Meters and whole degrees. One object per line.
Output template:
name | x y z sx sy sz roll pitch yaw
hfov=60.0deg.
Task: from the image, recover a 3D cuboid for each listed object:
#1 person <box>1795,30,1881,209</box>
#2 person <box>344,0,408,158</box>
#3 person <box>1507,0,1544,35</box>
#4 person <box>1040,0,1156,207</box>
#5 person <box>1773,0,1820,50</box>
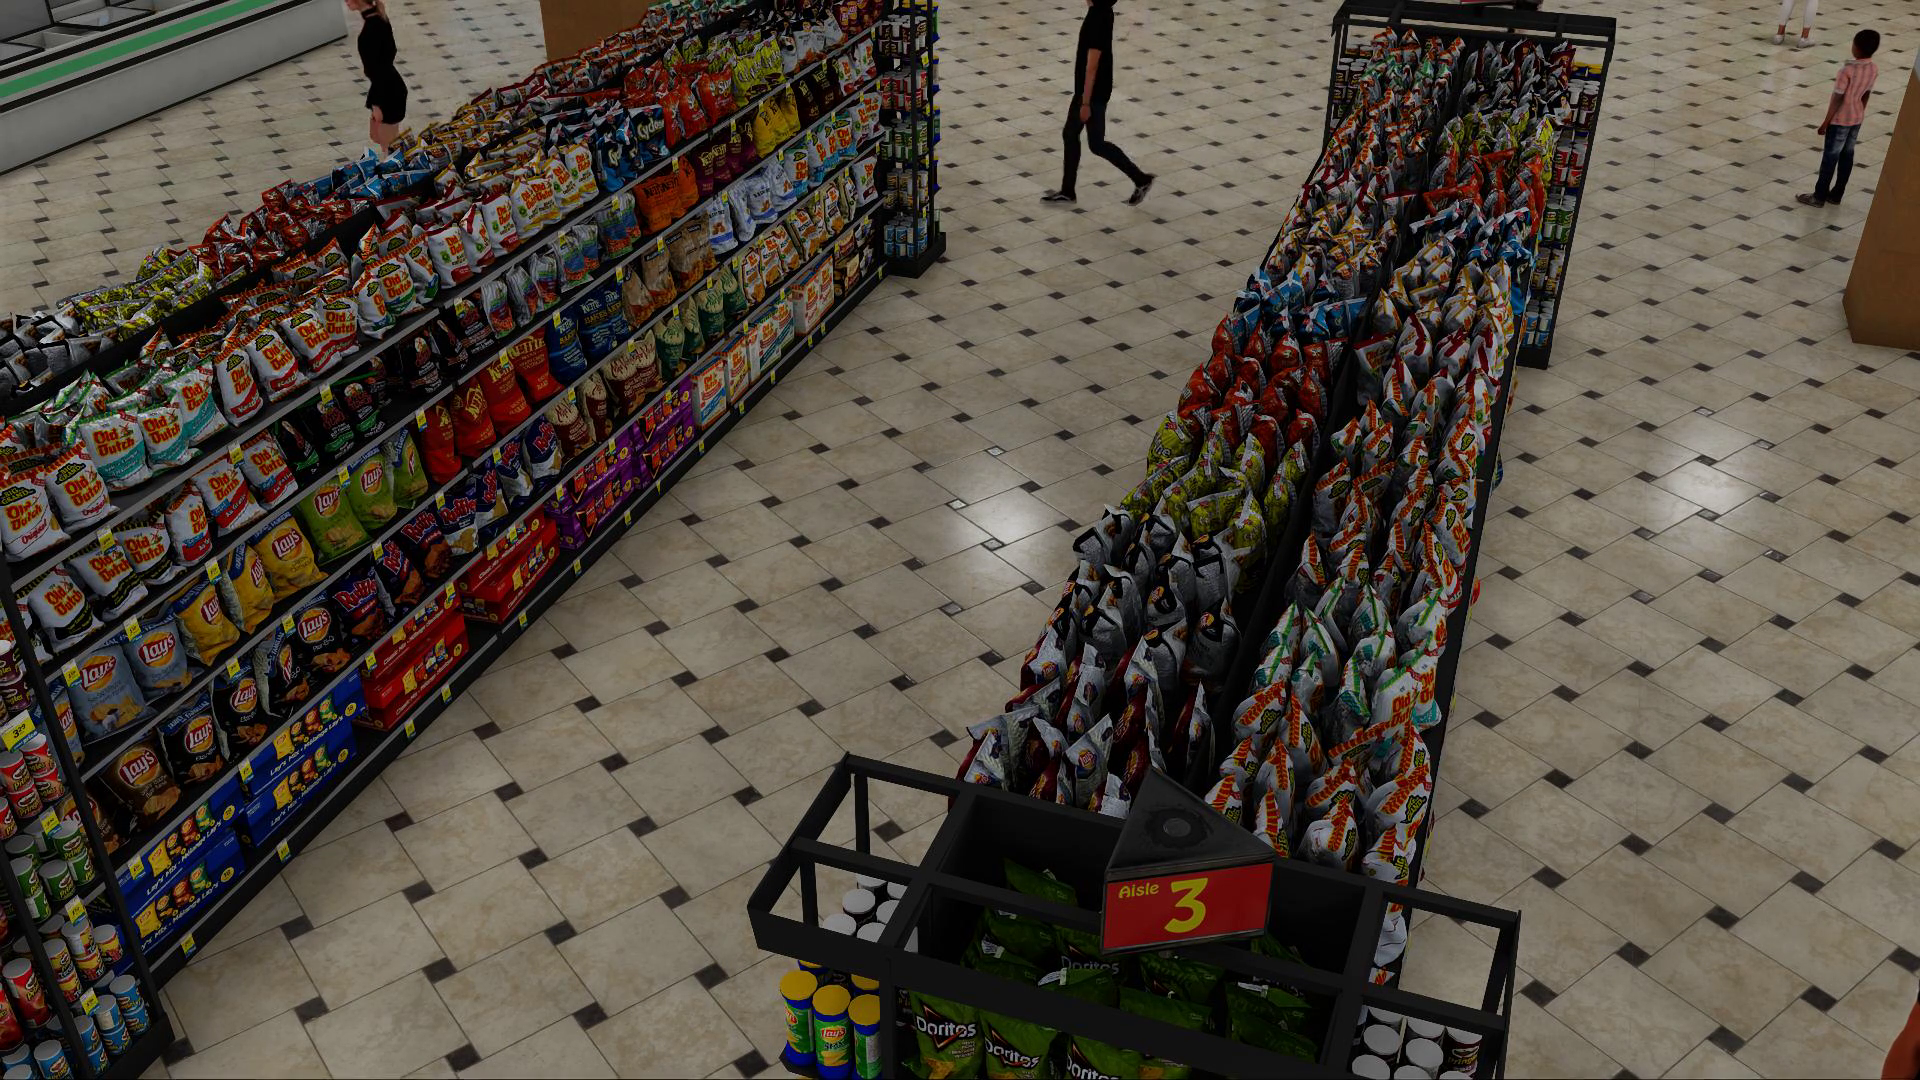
person | 6.552 -3.113 12.296 0.583 1.308 0.630 -11 33 -17
person | -4.034 -3.148 11.931 0.798 1.753 0.736 -6 32 -9
person | 5.334 -5.139 15.748 0.655 1.099 0.596 -18 36 -26
person | 1.055 -3.265 12.072 0.921 1.802 1.100 1 32 1
person | 8.173 -5.603 15.923 0.663 1.704 0.617 22 38 31
